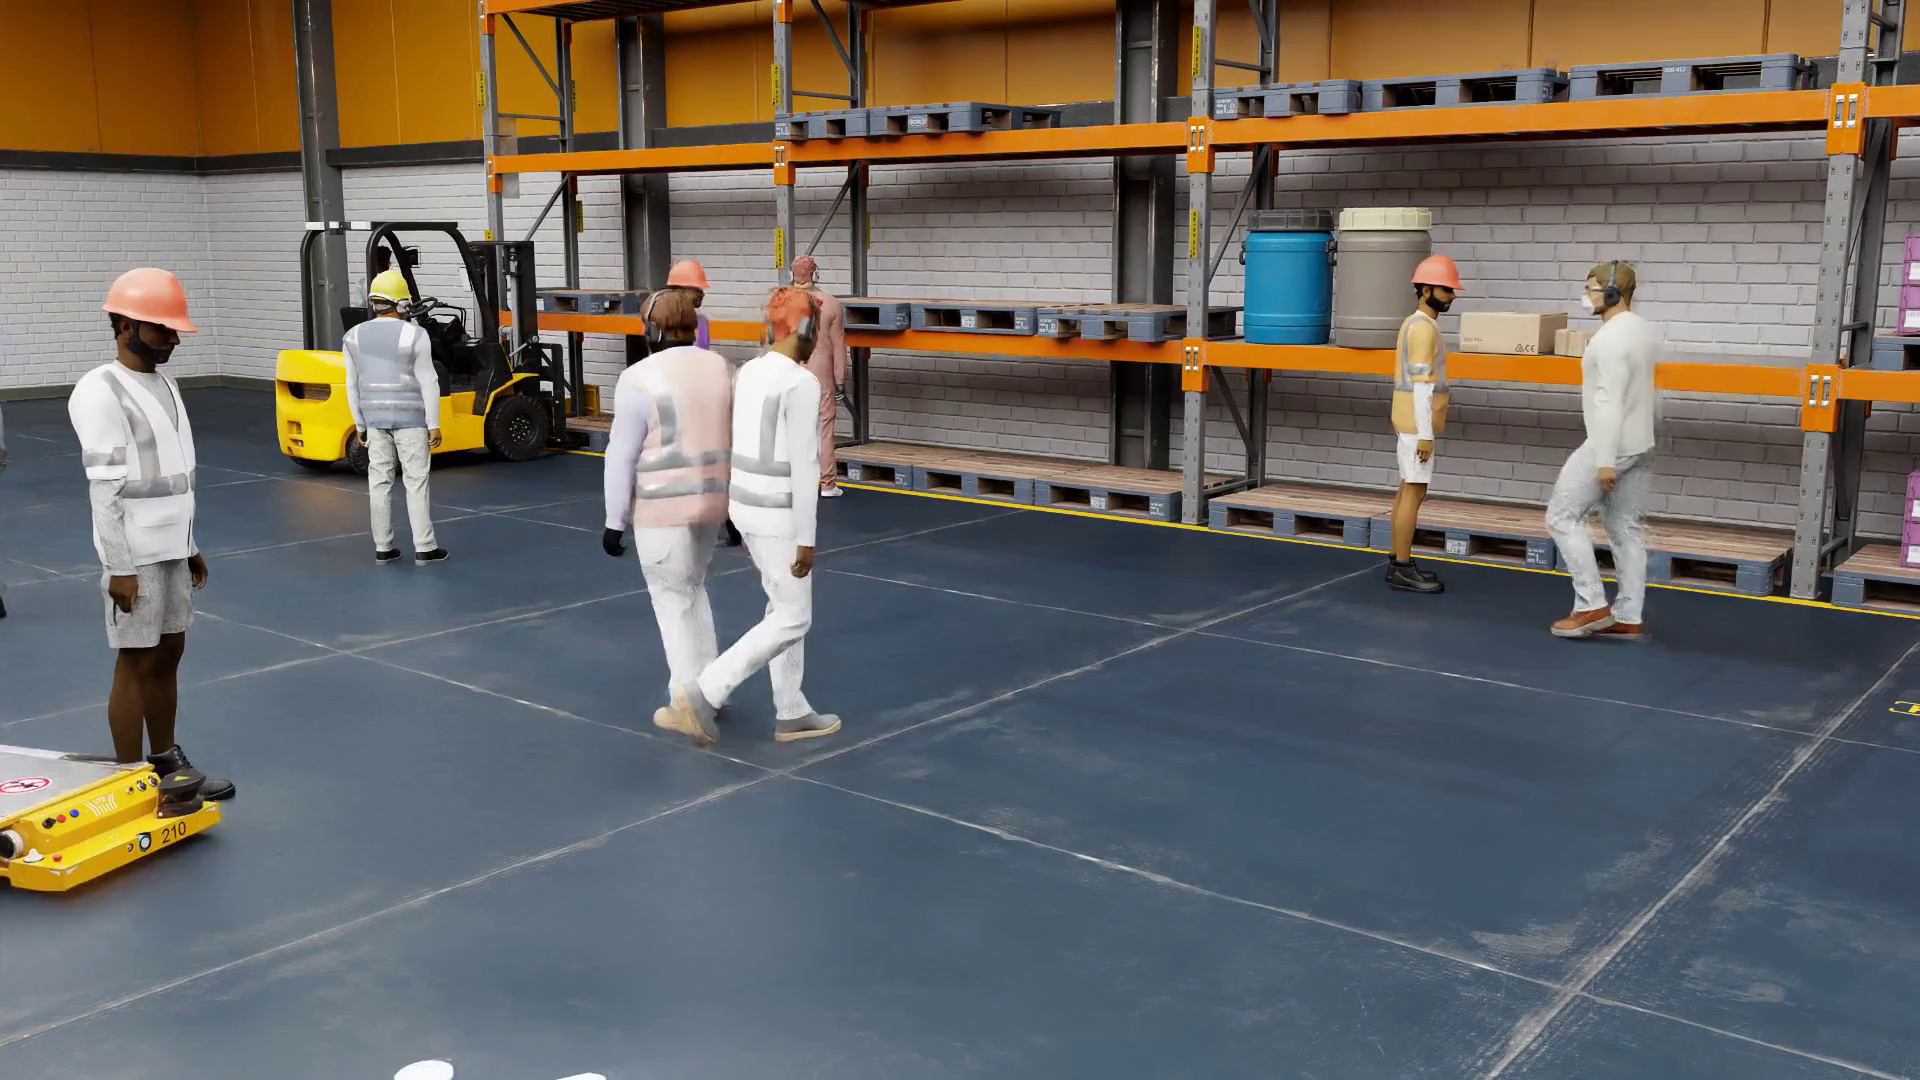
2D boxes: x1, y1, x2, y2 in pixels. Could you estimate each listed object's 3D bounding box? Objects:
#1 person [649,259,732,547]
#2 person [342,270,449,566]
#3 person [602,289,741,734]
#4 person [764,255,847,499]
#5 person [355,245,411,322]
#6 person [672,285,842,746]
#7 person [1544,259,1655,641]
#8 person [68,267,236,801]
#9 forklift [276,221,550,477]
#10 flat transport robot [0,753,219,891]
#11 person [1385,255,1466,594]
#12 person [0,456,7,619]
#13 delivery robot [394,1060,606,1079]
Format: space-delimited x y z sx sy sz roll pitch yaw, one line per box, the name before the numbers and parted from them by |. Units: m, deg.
person | -1.929 -0.917 11.123 0.900 1.909 0.552 5 12 27
person | -3.499 -0.749 10.355 0.588 1.835 0.403 2 10 9
person | -1.189 -0.109 6.854 0.508 1.827 0.630 8 13 37
person | -1.194 -1.267 13.029 0.642 1.906 0.410 1 10 5
person | -6.431 -2.309 18.629 0.600 1.967 0.369 0 10 -2
person | -0.791 -0.064 6.506 0.712 1.853 0.636 -7 12 -34
person | 3.247 -0.438 8.380 0.560 1.922 0.629 8 13 37
person | -2.791 0.028 5.787 0.375 1.928 0.542 0 10 0
forklift | -4.922 -1.741 14.854 1.214 2.155 2.313 8 13 38
flat transport robot | -3.308 0.893 5.589 1.431 0.197 0.652 3 11 18
person | 2.685 -0.665 9.610 0.369 1.933 0.551 2 10 10
person | -5.455 -0.516 8.843 0.726 1.907 0.568 1 10 7
delivery robot | -0.943 1.176 2.973 0.707 0.478 0.477 -5 11 -26
